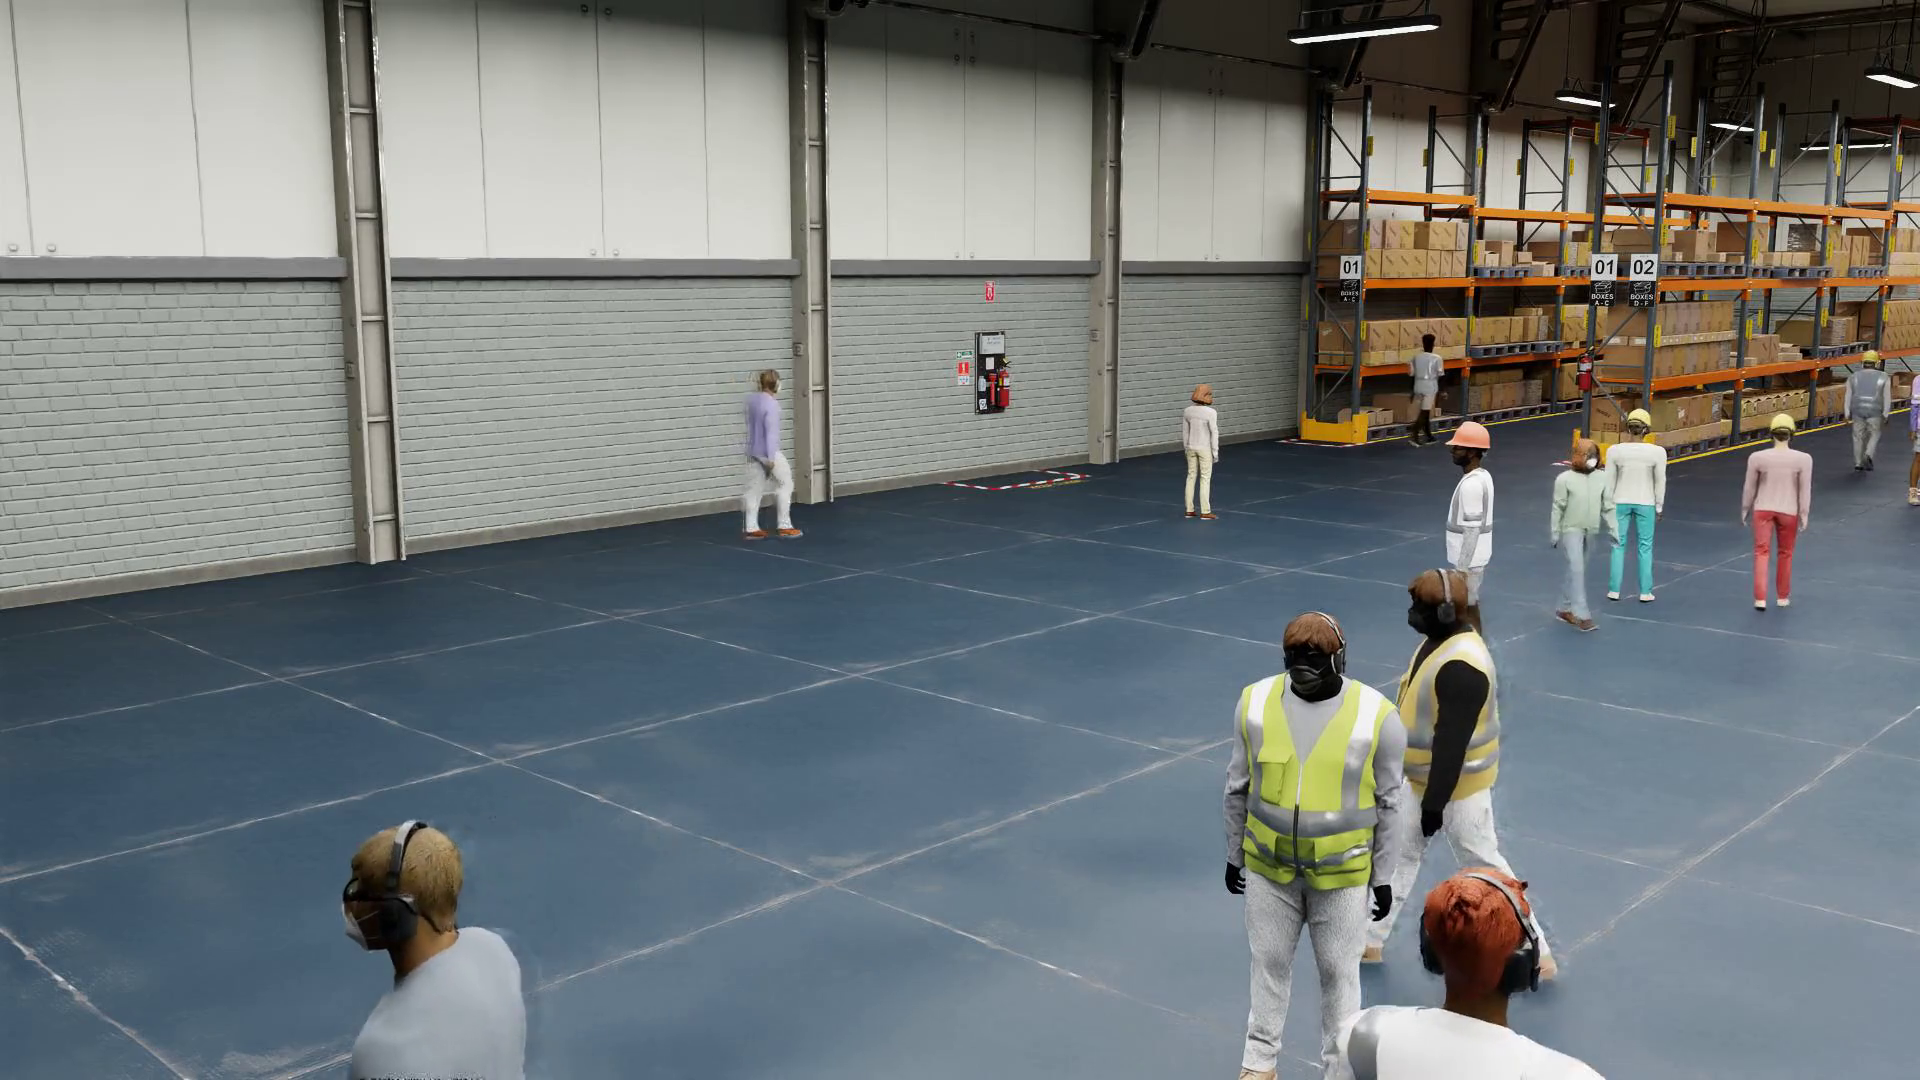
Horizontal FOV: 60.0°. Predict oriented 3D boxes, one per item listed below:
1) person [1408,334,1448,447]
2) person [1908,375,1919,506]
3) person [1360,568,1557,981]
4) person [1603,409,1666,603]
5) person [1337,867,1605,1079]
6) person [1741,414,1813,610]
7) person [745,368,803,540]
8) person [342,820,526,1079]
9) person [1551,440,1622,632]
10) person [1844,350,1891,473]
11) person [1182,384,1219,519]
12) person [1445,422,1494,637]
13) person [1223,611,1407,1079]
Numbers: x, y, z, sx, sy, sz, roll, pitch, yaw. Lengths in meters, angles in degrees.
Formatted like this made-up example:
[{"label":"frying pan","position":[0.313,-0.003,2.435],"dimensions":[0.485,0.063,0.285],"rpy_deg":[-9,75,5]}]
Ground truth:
[{"label":"person","position":[7.883,-2.537,28.209],"dimensions":[1.002,1.924,0.619],"rpy_deg":[-7,12,-37]},{"label":"person","position":[12.398,-1.442,21.135],"dimensions":[0.605,2.045,0.385],"rpy_deg":[2,9,10]},{"label":"person","position":[2.083,1.004,7.035],"dimensions":[0.988,1.792,0.629],"rpy_deg":[1,9,5]},{"label":"person","position":[6.117,-0.310,15.111],"dimensions":[0.526,1.758,0.341],"rpy_deg":[5,10,26]},{"label":"person","position":[0.949,1.577,3.289],"dimensions":[0.696,1.862,0.592],"rpy_deg":[-8,12,-40]},{"label":"person","position":[7.246,-0.248,14.773],"dimensions":[0.544,1.760,0.515],"rpy_deg":[5,11,28]},{"label":"person","position":[-2.075,-0.951,18.555],"dimensions":[0.779,1.913,0.646],"rpy_deg":[-6,11,-33]},{"label":"person","position":[-1.155,1.520,3.573],"dimensions":[1.009,1.885,0.647],"rpy_deg":[0,9,-1]},{"label":"person","position":[5.244,-0.033,13.888],"dimensions":[0.513,1.592,0.820],"rpy_deg":[-2,10,-12]},{"label":"person","position":[13.377,-1.891,24.537],"dimensions":[0.617,1.821,0.426],"rpy_deg":[7,11,35]},{"label":"person","position":[2.911,-1.064,20.079],"dimensions":[0.278,1.633,0.507],"rpy_deg":[-9,13,-44]},{"label":"person","position":[3.621,0.121,11.915],"dimensions":[0.346,1.942,0.550],"rpy_deg":[4,10,22]},{"label":"person","position":[1.234,1.156,5.911],"dimensions":[0.634,1.842,0.429],"rpy_deg":[4,10,25]}]
